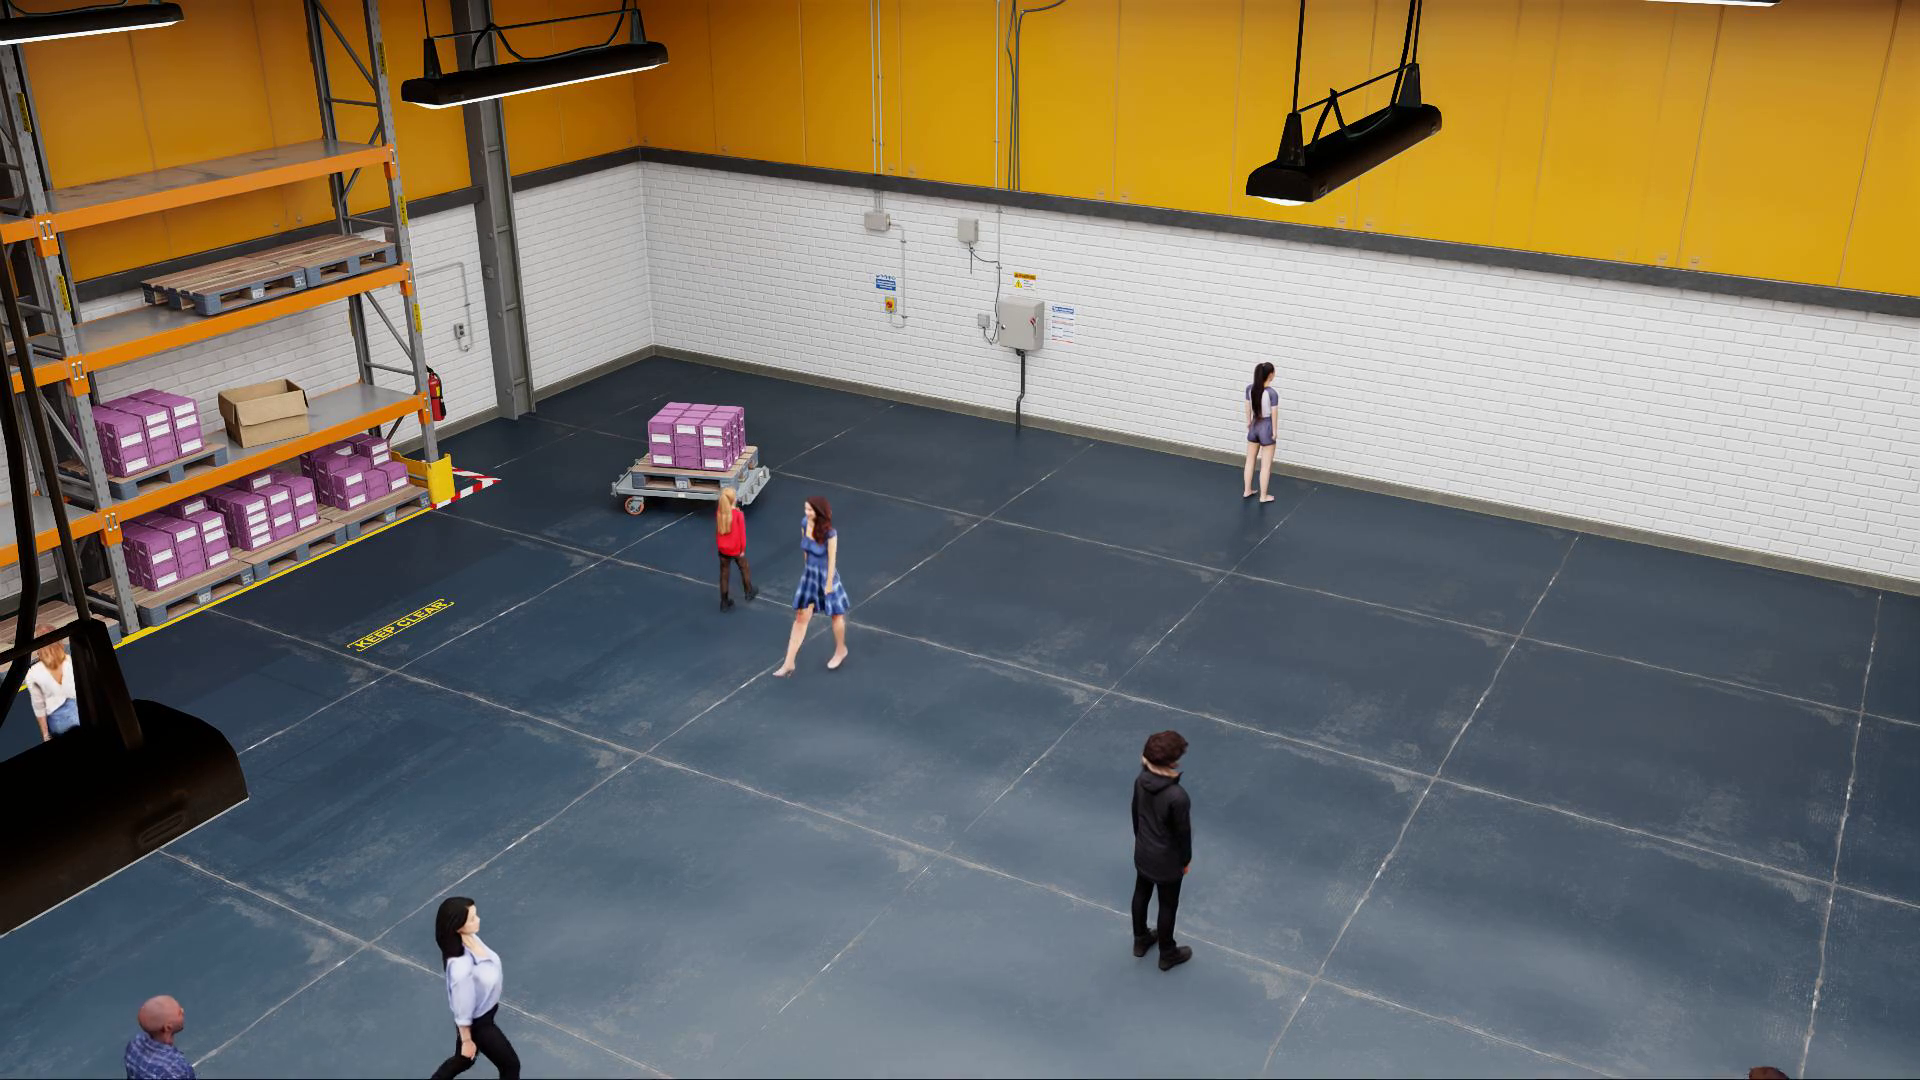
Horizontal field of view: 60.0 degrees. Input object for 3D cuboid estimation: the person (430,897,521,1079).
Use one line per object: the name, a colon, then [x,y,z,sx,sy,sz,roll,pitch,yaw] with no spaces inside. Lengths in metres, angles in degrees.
person: [-2.929,2.841,9.732,1.161,1.711,1.129,-5,24,-11]

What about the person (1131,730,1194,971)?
person: [1.363,2.108,11.327,0.670,1.777,0.689,-21,31,-39]

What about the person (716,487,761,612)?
person: [-2.306,0.106,16.550,0.582,1.262,0.793,8,25,18]

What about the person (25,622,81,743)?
person: [-6.869,1.470,12.910,1.168,1.677,1.083,-12,26,-26]

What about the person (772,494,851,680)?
person: [-1.215,0.406,15.225,0.769,1.772,1.104,19,30,37]

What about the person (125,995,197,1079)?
person: [-4.208,3.226,8.763,0.642,1.782,1.028,13,27,27]

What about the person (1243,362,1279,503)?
person: [3.472,-1.247,19.157,0.612,1.653,0.648,-21,31,-39]
